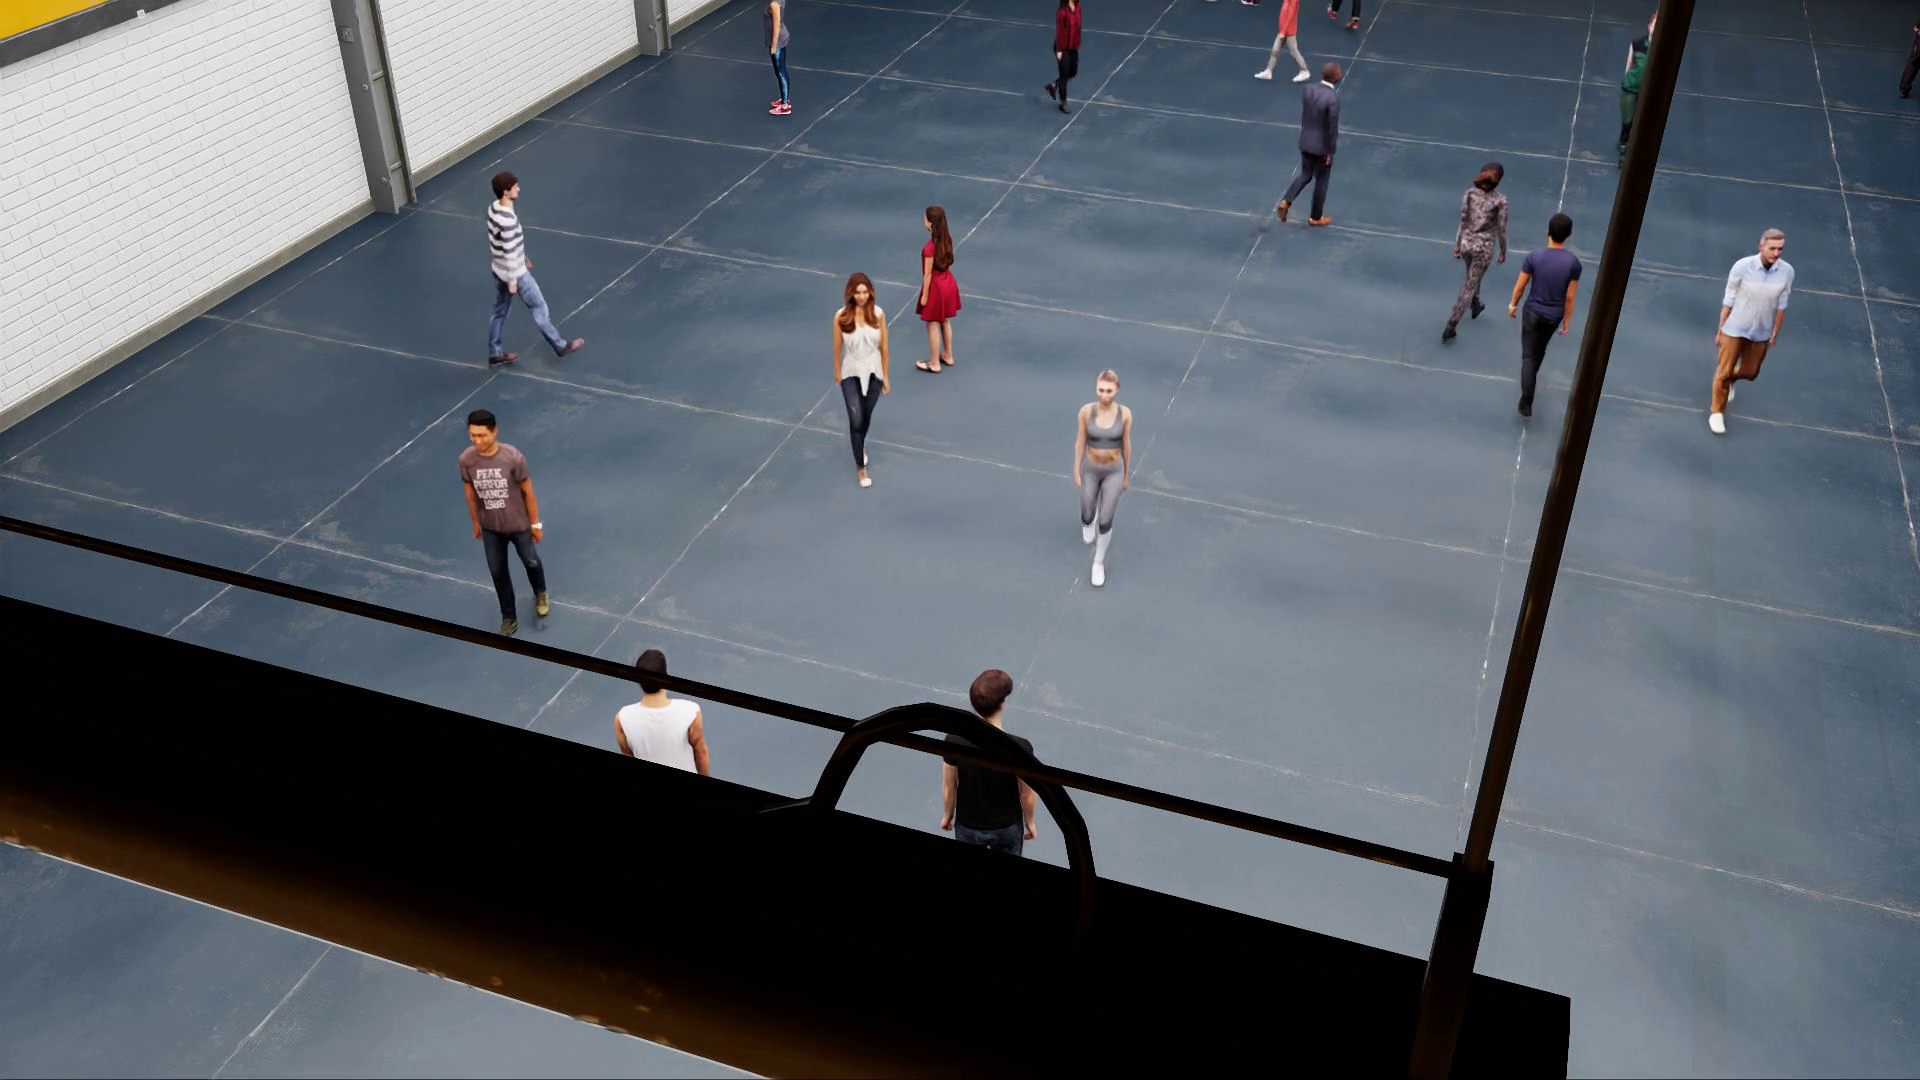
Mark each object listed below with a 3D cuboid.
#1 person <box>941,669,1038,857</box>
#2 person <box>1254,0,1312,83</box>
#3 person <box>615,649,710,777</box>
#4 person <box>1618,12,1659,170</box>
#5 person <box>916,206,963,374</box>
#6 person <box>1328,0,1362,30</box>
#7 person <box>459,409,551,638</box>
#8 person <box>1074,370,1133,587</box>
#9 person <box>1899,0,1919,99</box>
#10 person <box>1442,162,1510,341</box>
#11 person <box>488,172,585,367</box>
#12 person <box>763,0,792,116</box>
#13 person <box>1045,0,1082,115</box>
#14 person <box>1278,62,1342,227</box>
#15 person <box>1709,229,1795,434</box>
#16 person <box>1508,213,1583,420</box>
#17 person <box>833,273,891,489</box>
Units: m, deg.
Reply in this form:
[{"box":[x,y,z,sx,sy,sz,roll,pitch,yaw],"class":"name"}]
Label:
[{"box":[0.152,1.519,8.988,0.720,1.894,0.616,5,34,7],"class":"person"},{"box":[4.372,-6.680,21.781,0.853,1.388,0.955,-3,34,-5],"class":"person"},{"box":[-1.641,1.383,9.290,0.725,1.788,0.722,-3,34,-4],"class":"person"},{"box":[7.843,-5.215,19.203,0.703,1.803,1.025,9,35,13],"class":"person"},{"box":[-0.192,-2.267,14.996,0.675,1.550,0.606,20,39,28],"class":"person"},{"box":[5.622,-8.170,23.717,1.045,1.726,1.253,-4,34,-5],"class":"person"},{"box":[-3.152,-0.161,11.631,0.822,1.768,0.947,-1,34,-1],"class":"person"},{"box":[1.050,-0.515,12.235,0.717,1.689,0.949,2,34,3],"class":"person"},{"box":[12.407,-6.521,21.134,0.794,1.840,0.736,29,43,36],"class":"person"},{"box":[4.774,-2.647,15.462,0.867,1.666,1.226,24,41,32],"class":"person"},{"box":[-4.127,-2.382,14.934,1.194,1.811,1.084,-19,38,-26],"class":"person"},{"box":[-2.271,-6.202,20.759,0.684,1.724,0.566,1,34,1],"class":"person"},{"box":[1.262,-6.161,20.772,0.806,1.641,0.786,26,42,33],"class":"person"},{"box":[3.723,-4.155,17.603,1.060,1.808,0.988,-17,37,-23],"class":"person"},{"box":[6.643,-1.828,14.100,0.809,1.811,0.991,5,34,7],"class":"person"},{"box":[4.975,-1.875,14.228,0.787,1.747,1.204,6,34,10],"class":"person"},{"box":[-0.807,-1.376,13.470,0.927,1.755,1.074,-9,35,-13],"class":"person"}]
